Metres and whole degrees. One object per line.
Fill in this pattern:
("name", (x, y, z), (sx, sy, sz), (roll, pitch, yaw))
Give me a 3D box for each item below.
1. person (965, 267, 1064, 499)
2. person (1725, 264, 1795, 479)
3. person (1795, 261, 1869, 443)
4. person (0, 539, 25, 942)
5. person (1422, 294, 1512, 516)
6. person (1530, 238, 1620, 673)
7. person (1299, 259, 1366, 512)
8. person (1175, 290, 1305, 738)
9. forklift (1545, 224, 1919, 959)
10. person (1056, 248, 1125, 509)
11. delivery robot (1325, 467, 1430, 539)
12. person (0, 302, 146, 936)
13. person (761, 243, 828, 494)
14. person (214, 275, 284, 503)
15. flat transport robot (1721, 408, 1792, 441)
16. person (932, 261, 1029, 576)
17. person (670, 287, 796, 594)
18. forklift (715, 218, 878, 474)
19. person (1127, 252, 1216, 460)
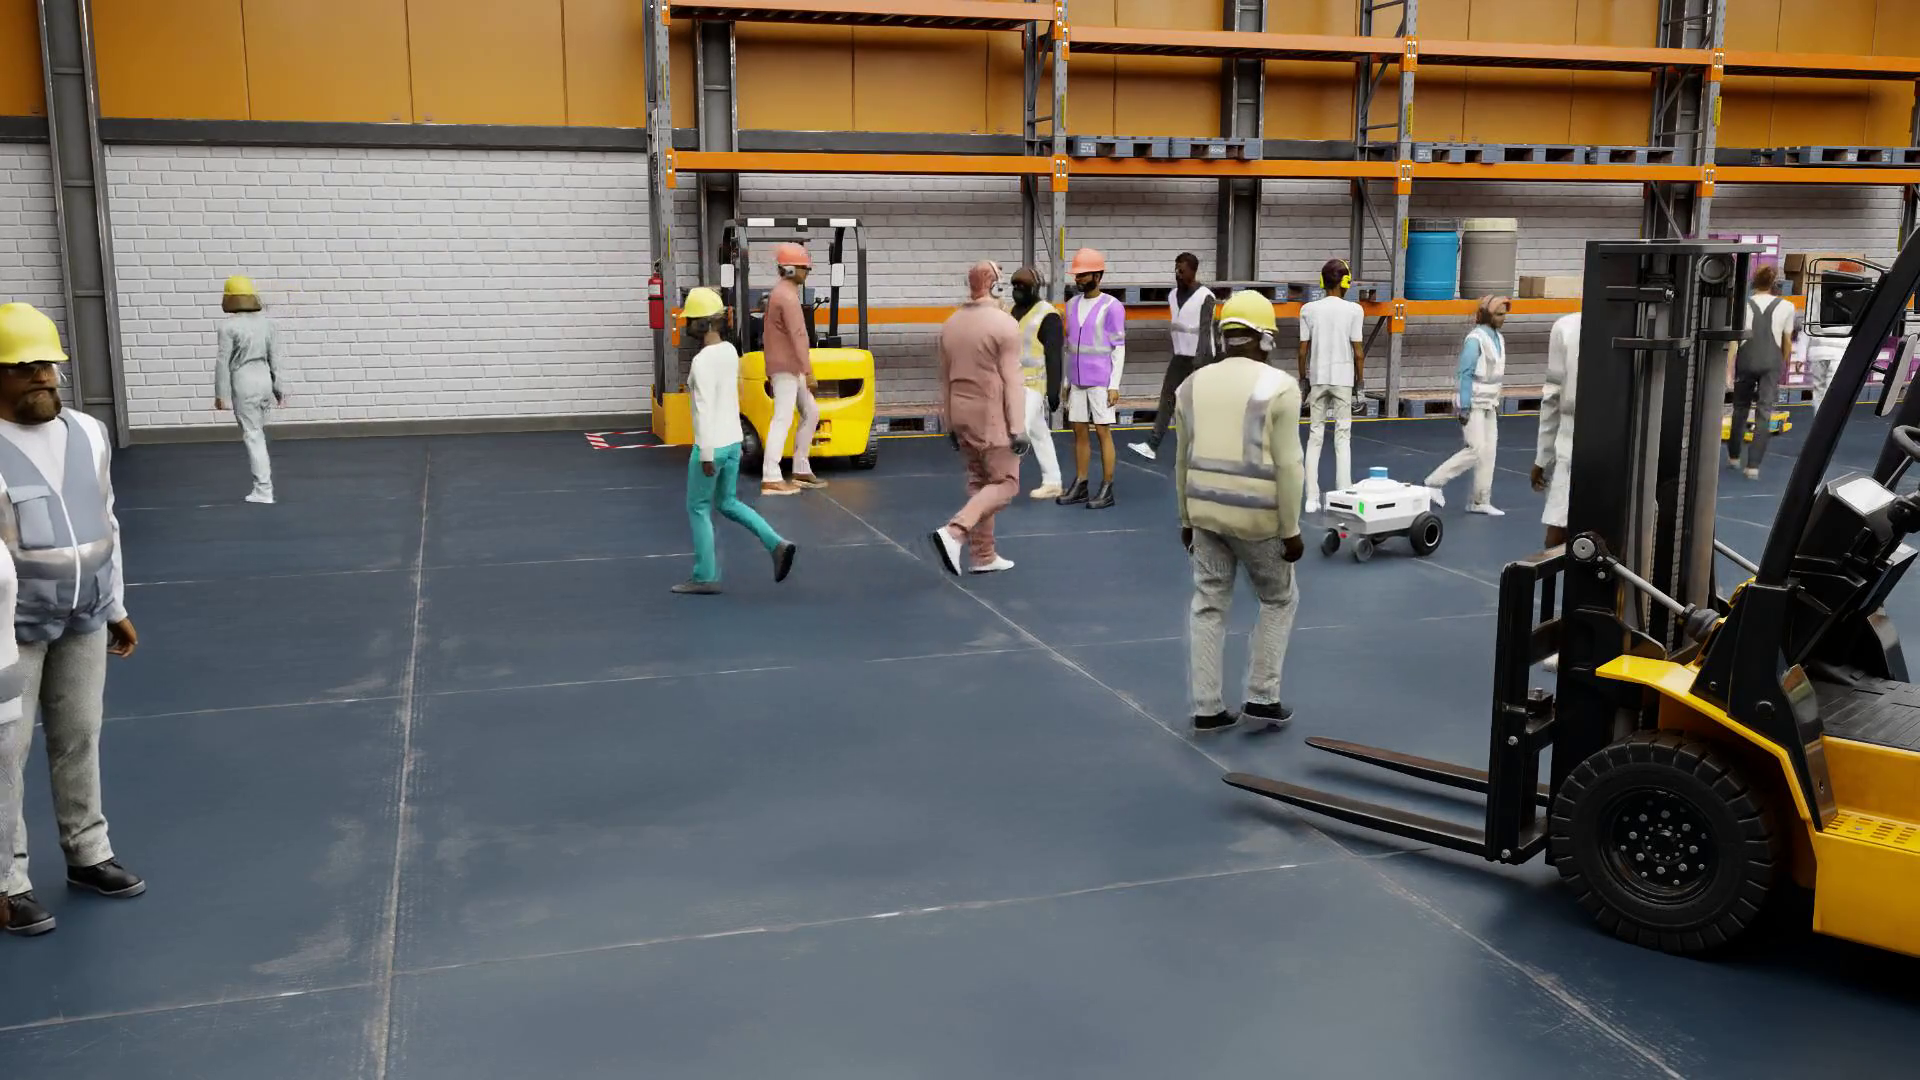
("person", (0.436, -1.164, 12.632), (0.999, 1.779, 0.633), (-6, 12, -30))
("person", (6.786, -1.444, 14.171), (0.497, 1.787, 0.948), (4, 11, 22))
("person", (8.102, -1.673, 15.362), (0.944, 1.818, 0.600), (-10, 14, -43))
("person", (-1.890, 0.605, 2.697), (0.396, 1.896, 0.753), (7, 12, 33))
("person", (3.706, -0.975, 12.048), (0.502, 1.619, 0.554), (9, 14, 42))
("person", (3.016, -0.390, 7.772), (0.652, 2.017, 0.649), (-9, 13, -39))
("person", (2.723, -1.114, 12.195), (0.521, 1.856, 0.328), (6, 12, 30))
("person", (1.168, -0.104, 6.766), (0.618, 1.807, 0.564), (10, 14, 44))
("forklift", (2.909, 0.117, 4.508), (2.313, 2.155, 1.214), (9, 14, 40))
("person", (0.964, -1.197, 12.416), (0.377, 1.936, 0.549), (-10, 14, -43))
("delivery robot", (2.662, -0.221, 10.600), (0.707, 0.478, 0.477), (-7, 13, -35))
("person", (-2.718, 0.222, 4.924), (0.404, 1.835, 0.588), (5, 12, 27))
("person", (-1.278, -1.335, 13.091), (0.706, 1.970, 0.630), (-2, 10, -9))
("person", (-5.450, -1.142, 12.674), (0.499, 1.723, 0.506), (5, 11, 25))
("flat transport robot", (7.944, -1.190, 16.952), (0.652, 0.197, 1.431), (9, 13, 40))
("person", (0.091, -0.696, 9.807), (0.639, 1.885, 0.656), (-8, 13, -36))
("person", (-1.307, -0.544, 9.352), (0.624, 1.744, 0.535), (3, 11, 17))
("forklift", (-1.522, -1.778, 14.899), (1.214, 2.155, 2.313), (-3, 11, -17))
("person", (1.986, -1.624, 14.921), (0.984, 1.868, 0.612), (-7, 12, -32))
